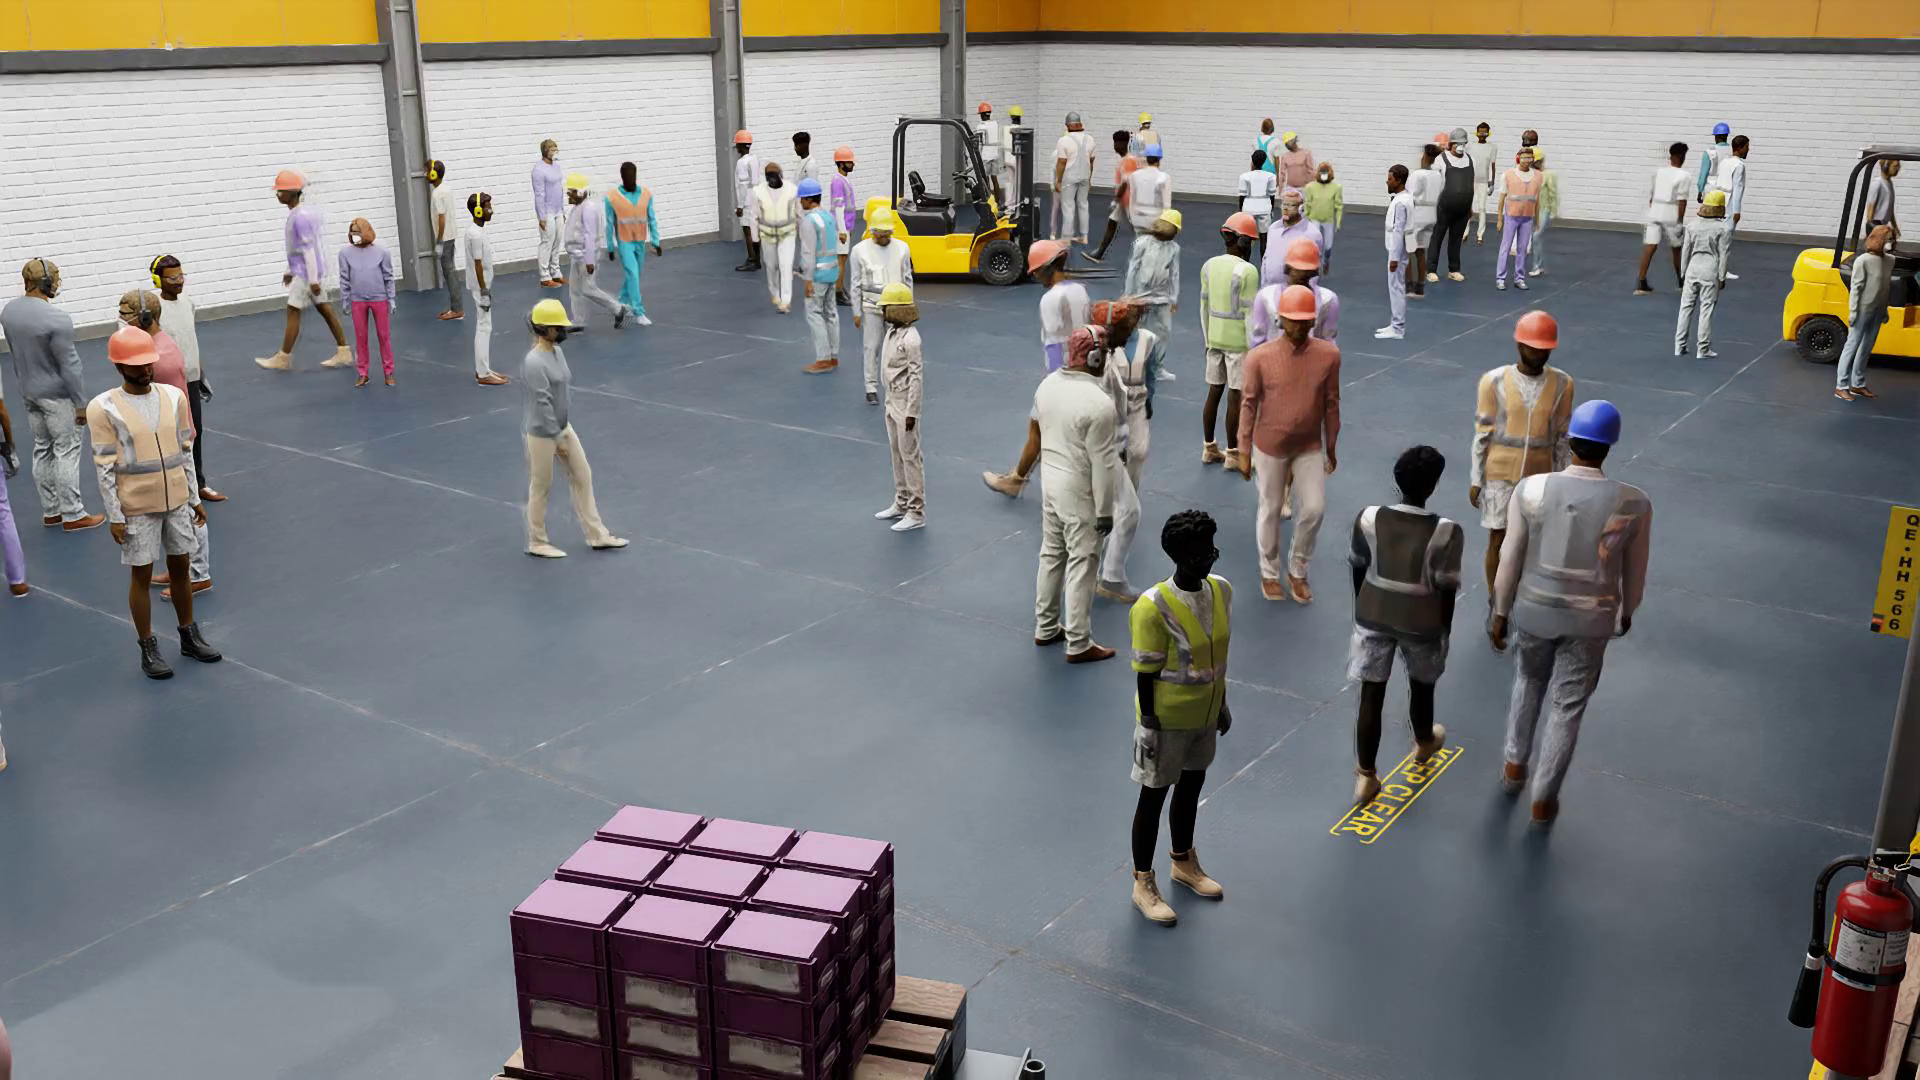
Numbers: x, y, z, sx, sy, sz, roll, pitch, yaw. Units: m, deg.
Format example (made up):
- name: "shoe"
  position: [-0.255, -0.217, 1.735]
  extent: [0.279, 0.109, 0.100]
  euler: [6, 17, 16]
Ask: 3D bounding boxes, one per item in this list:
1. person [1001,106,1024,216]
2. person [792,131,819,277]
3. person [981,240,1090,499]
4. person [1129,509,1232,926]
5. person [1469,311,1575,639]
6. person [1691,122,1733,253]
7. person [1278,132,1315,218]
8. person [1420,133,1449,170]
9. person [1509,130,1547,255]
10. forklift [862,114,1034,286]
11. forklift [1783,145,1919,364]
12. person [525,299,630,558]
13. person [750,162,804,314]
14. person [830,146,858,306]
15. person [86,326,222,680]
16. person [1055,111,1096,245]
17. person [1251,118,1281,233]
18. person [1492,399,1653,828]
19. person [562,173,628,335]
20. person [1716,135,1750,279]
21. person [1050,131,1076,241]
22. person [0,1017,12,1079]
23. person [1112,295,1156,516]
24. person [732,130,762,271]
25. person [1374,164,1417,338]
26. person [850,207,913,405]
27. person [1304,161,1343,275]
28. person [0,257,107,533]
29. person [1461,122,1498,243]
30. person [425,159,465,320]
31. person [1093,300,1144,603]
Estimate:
- name: "person"
  position: [0.997, -6.702, 29.432]
  extent: [0.608, 1.906, 0.513]
  euler: [16, 24, 41]
- name: "person"
  position: [-2.109, -4.586, 22.726]
  extent: [0.367, 1.964, 0.603]
  euler: [-6, 19, -19]
- name: "person"
  position: [0.717, -1.211, 12.204]
  extent: [1.104, 1.931, 0.708]
  euler: [11, 21, 30]
- name: "person"
  position: [0.887, 0.693, 6.646]
  extent: [0.535, 1.697, 0.318]
  euler: [-15, 23, -40]
- name: "person"
  position: [3.249, -0.398, 9.703]
  extent: [0.558, 1.924, 0.510]
  euler: [2, 18, 7]
- name: "person"
  position: [11.229, -5.202, 24.700]
  extent: [0.604, 1.939, 0.416]
  euler: [-2, 18, -7]
- name: "person"
  position: [5.236, -5.495, 25.980]
  extent: [0.626, 1.718, 0.346]
  euler: [9, 20, 27]
- name: "person"
  position: [7.322, -5.458, 25.851]
  extent: [0.582, 1.728, 0.626]
  euler: [-8, 20, -24]
- name: "person"
  position: [8.427, -5.170, 24.777]
  extent: [0.636, 1.830, 0.429]
  euler: [-15, 23, -40]
- name: "forklift"
  position: [-0.171, -4.594, 22.377]
  extent: [2.313, 2.155, 1.214]
  euler: [1, 18, 3]
- name: "forklift"
  position: [9.803, -2.879, 17.013]
  extent: [2.313, 2.155, 1.214]
  euler: [12, 21, 33]
- name: "person"
  position: [-2.577, -0.707, 10.960]
  extent: [0.718, 1.744, 0.534]
  euler: [4, 18, 11]
- name: "person"
  position: [-2.212, -3.706, 20.269]
  extent: [0.666, 1.794, 0.956]
  euler: [0, 18, -1]
- name: "person"
  position: [-1.422, -3.876, 20.545]
  extent: [0.360, 1.939, 0.543]
  euler: [0, 18, 1]
- name: "person"
  position: [-4.391, -0.210, 9.082]
  extent: [0.360, 1.938, 0.546]
  euler: [12, 21, 33]
- name: "person"
  position: [1.733, -5.614, 25.816]
  extent: [0.688, 2.000, 0.536]
  euler: [-11, 21, -31]
- name: "person"
  position: [4.985, -5.946, 27.183]
  extent: [0.509, 1.841, 0.335]
  euler: [11, 21, 32]
- name: "person"
  position: [2.738, 0.311, 7.477]
  extent: [0.606, 1.917, 0.721]
  euler: [10, 20, 29]
- name: "person"
  position: [-4.162, -3.206, 18.657]
  extent: [0.700, 1.809, 0.602]
  euler: [-9, 20, -26]
- name: "person"
  position: [10.446, -4.526, 22.610]
  extent: [0.377, 1.917, 0.600]
  euler: [1, 18, 2]
- name: "person"
  position: [1.651, -5.613, 26.322]
  extent: [0.535, 1.736, 0.569]
  euler: [-5, 18, -15]
- name: "person"
  position: [-2.272, 1.537, 3.632]
  extent: [0.628, 1.932, 0.366]
  euler: [3, 18, 9]
- name: "person"
  position: [1.157, -0.942, 11.869]
  extent: [0.535, 1.615, 0.420]
  euler: [-5, 18, -15]
- name: "person"
  position: [-2.981, -4.726, 23.205]
  extent: [0.358, 1.938, 0.542]
  euler: [5, 18, 15]
- name: "person"
  position: [4.869, -3.195, 18.465]
  extent: [0.386, 1.912, 0.590]
  euler: [5, 18, 15]
- name: "person"
  position: [-0.713, -2.158, 15.368]
  extent: [0.601, 1.821, 0.403]
  euler: [-7, 19, -20]
- name: "person"
  position: [4.854, -4.266, 22.295]
  extent: [0.504, 1.614, 0.606]
  euler: [4, 18, 11]
- name: "person"
  position: [-6.296, -0.993, 11.557]
  extent: [0.632, 1.928, 0.392]
  euler: [8, 20, 24]
- name: "person"
  position: [8.107, -5.589, 26.038]
  extent: [0.511, 1.862, 0.327]
  euler: [9, 20, 25]
- name: "person"
  position: [-6.075, -3.529, 19.578]
  extent: [0.321, 1.866, 0.530]
  euler: [0, 18, -1]
- name: "person"
  position: [0.963, -0.538, 10.221]
  extent: [0.611, 1.870, 0.584]
  euler: [0, 18, 1]
